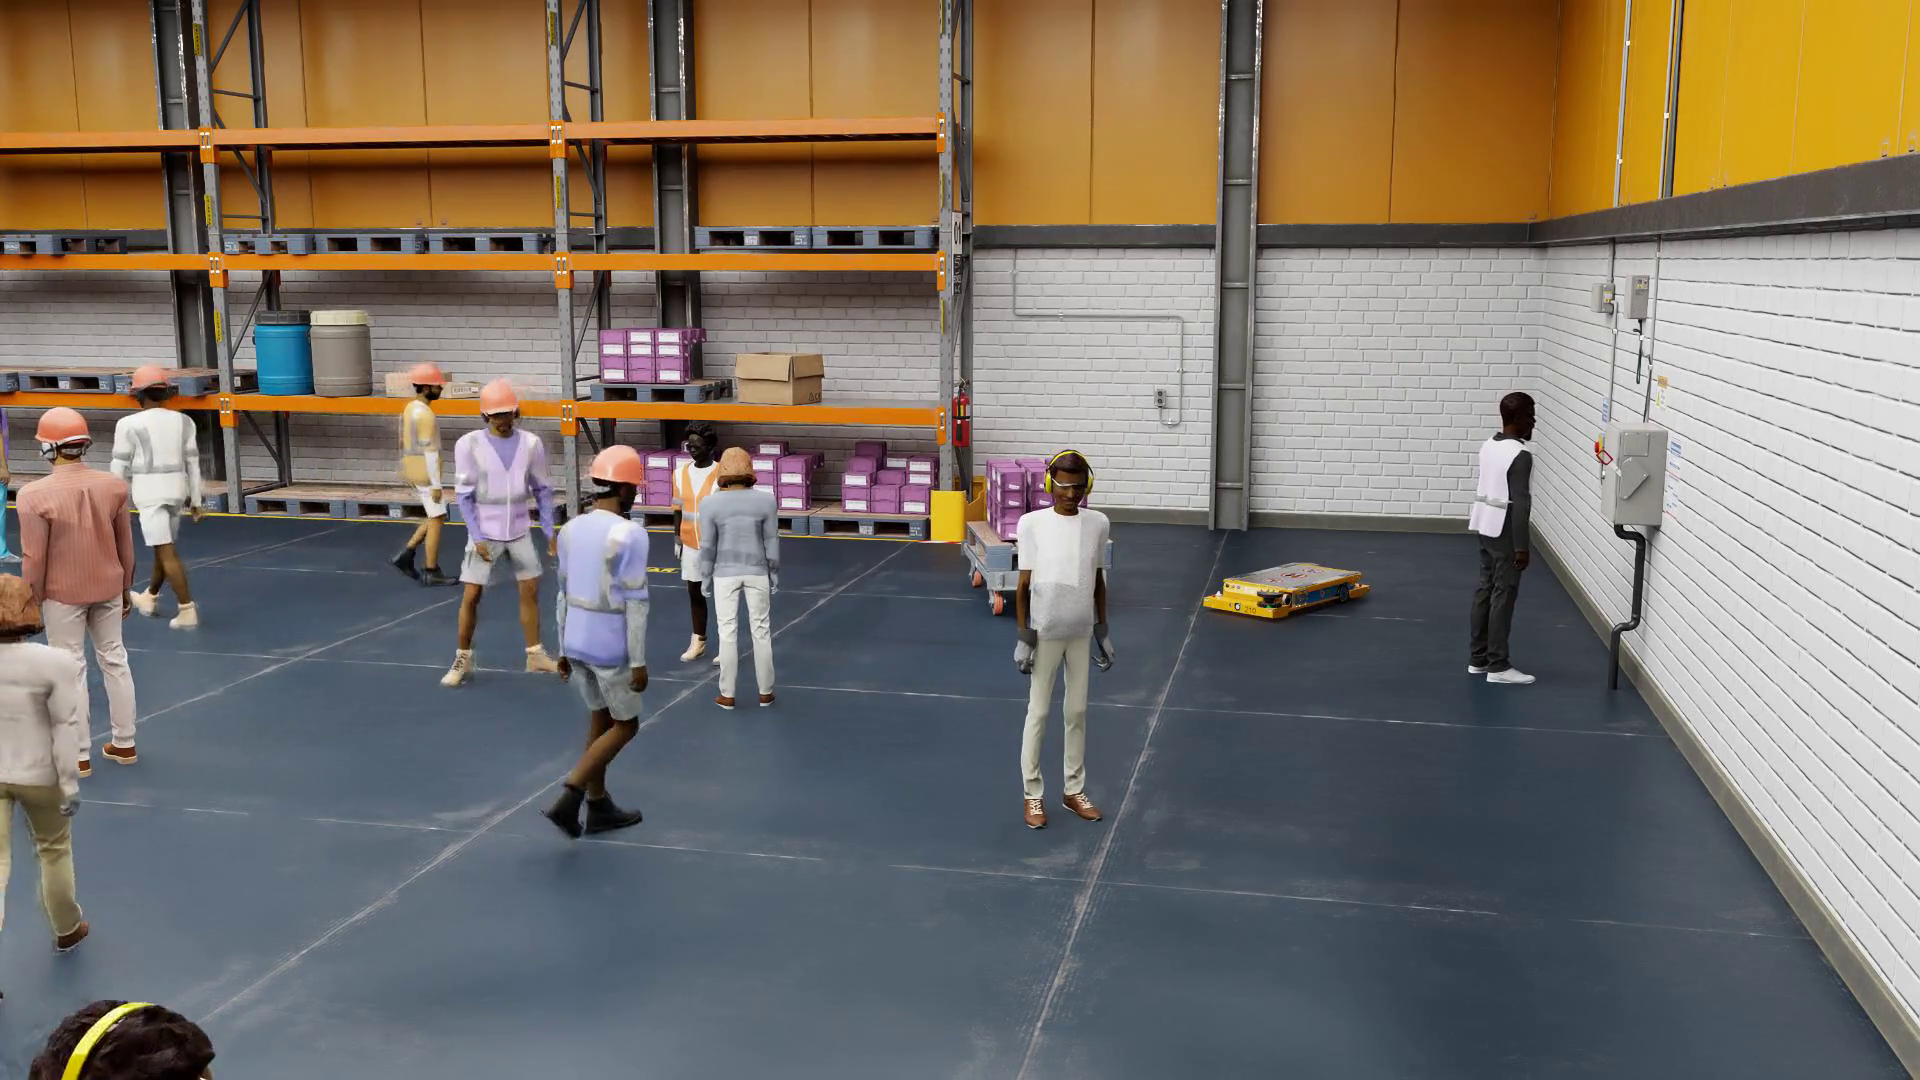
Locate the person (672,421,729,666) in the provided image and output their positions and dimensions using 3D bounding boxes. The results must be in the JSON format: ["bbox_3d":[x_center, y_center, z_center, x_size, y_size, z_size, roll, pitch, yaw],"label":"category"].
[{"bbox_3d":[-1.742,0.021,11.423,0.530,1.689,0.321,4,10,20],"label":"person"}]

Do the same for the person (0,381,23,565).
[{"bbox_3d":[-8.849,-0.687,15.148,0.572,1.844,0.376,7,12,37],"label":"person"}]

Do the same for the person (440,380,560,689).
[{"bbox_3d":[-2.975,-0.041,10.879,0.873,2.014,0.447,-7,12,-36],"label":"person"}]

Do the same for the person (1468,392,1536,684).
[{"bbox_3d":[3.582,-0.019,10.989,0.386,1.915,0.591,-1,10,-6],"label":"person"}]

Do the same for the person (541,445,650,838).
[{"bbox_3d":[-1.725,0.509,7.892,0.573,1.907,0.662,8,13,40],"label":"person"}]

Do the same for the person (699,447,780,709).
[{"bbox_3d":[-1.362,0.236,10.308,0.499,1.633,0.281,-2,10,-14],"label":"person"}]

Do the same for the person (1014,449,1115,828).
[{"bbox_3d":[0.517,0.479,8.193,0.521,1.865,0.327,-3,10,-19],"label":"person"}]

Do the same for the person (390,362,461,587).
[{"bbox_3d":[-4.522,-0.540,14.057,0.464,1.918,0.561,-5,11,-29],"label":"person"}]

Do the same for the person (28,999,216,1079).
[{"bbox_3d":[-1.016,1.498,2.207,0.649,1.845,0.517,2,10,14],"label":"person"}]

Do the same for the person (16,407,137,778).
[{"bbox_3d":[-4.753,0.280,8.979,0.375,1.997,0.611,6,11,31],"label":"person"}]

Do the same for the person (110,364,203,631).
[{"bbox_3d":[-6.116,-0.329,12.609,1.048,1.985,0.612,5,11,29],"label":"person"}]

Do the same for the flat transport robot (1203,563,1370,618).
[{"bbox_3d":[2.654,0.391,13.421,0.652,0.197,1.431,9,13,43],"label":"flat transport robot"}]

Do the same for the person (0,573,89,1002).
[{"bbox_3d":[-3.634,0.925,6.360,0.517,1.594,0.852,-2,10,-14],"label":"person"}]
